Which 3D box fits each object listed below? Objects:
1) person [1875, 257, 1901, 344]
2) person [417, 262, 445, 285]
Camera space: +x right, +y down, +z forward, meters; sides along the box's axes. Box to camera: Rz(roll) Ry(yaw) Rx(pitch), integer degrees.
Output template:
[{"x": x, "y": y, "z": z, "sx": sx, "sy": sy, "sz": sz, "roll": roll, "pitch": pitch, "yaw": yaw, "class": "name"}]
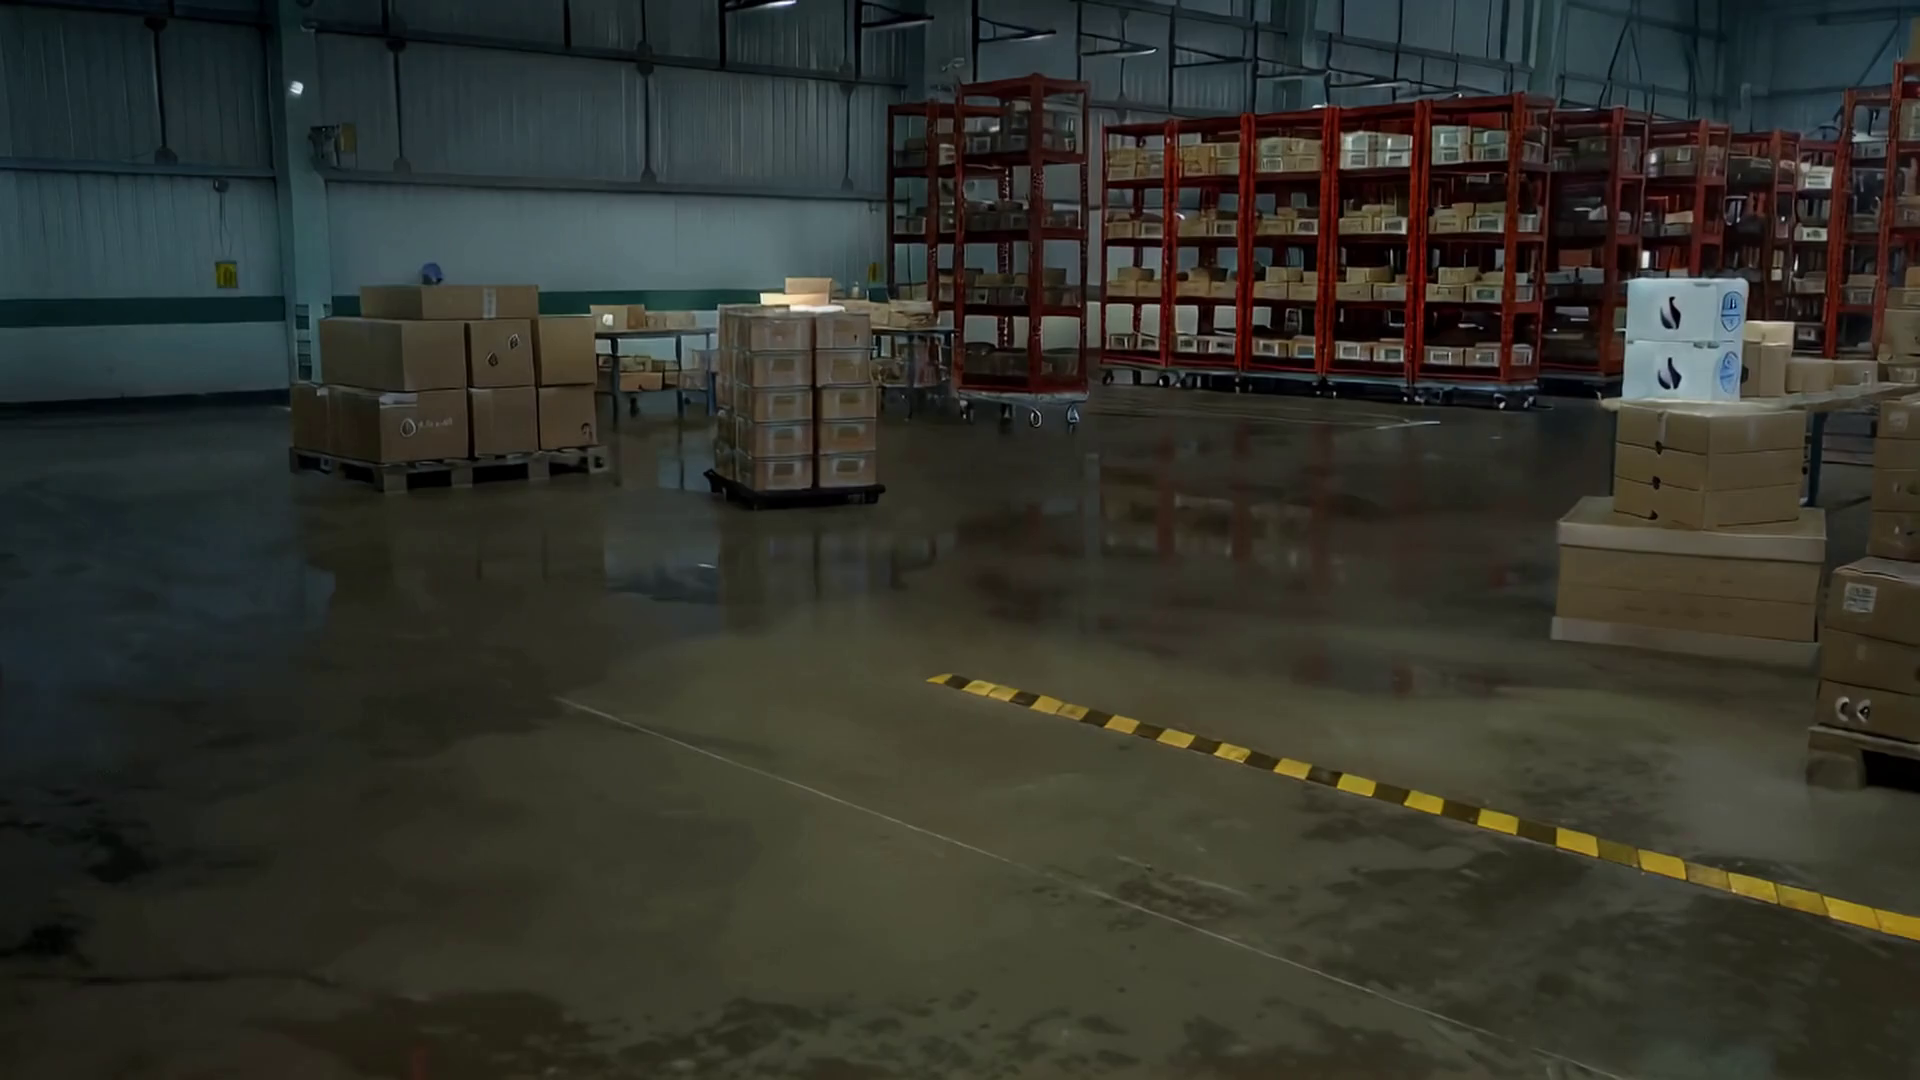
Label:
[{"x": 14.938, "y": -3.653, "z": 26.808, "sx": 0.451, "sy": 1.803, "sz": 0.604, "roll": 1, "pitch": 10, "yaw": 8, "class": "person"}, {"x": -5.614, "y": -2.114, "z": 17.840, "sx": 0.886, "sy": 1.697, "sz": 0.590, "roll": -6, "pitch": 11, "yaw": -32, "class": "person"}]
